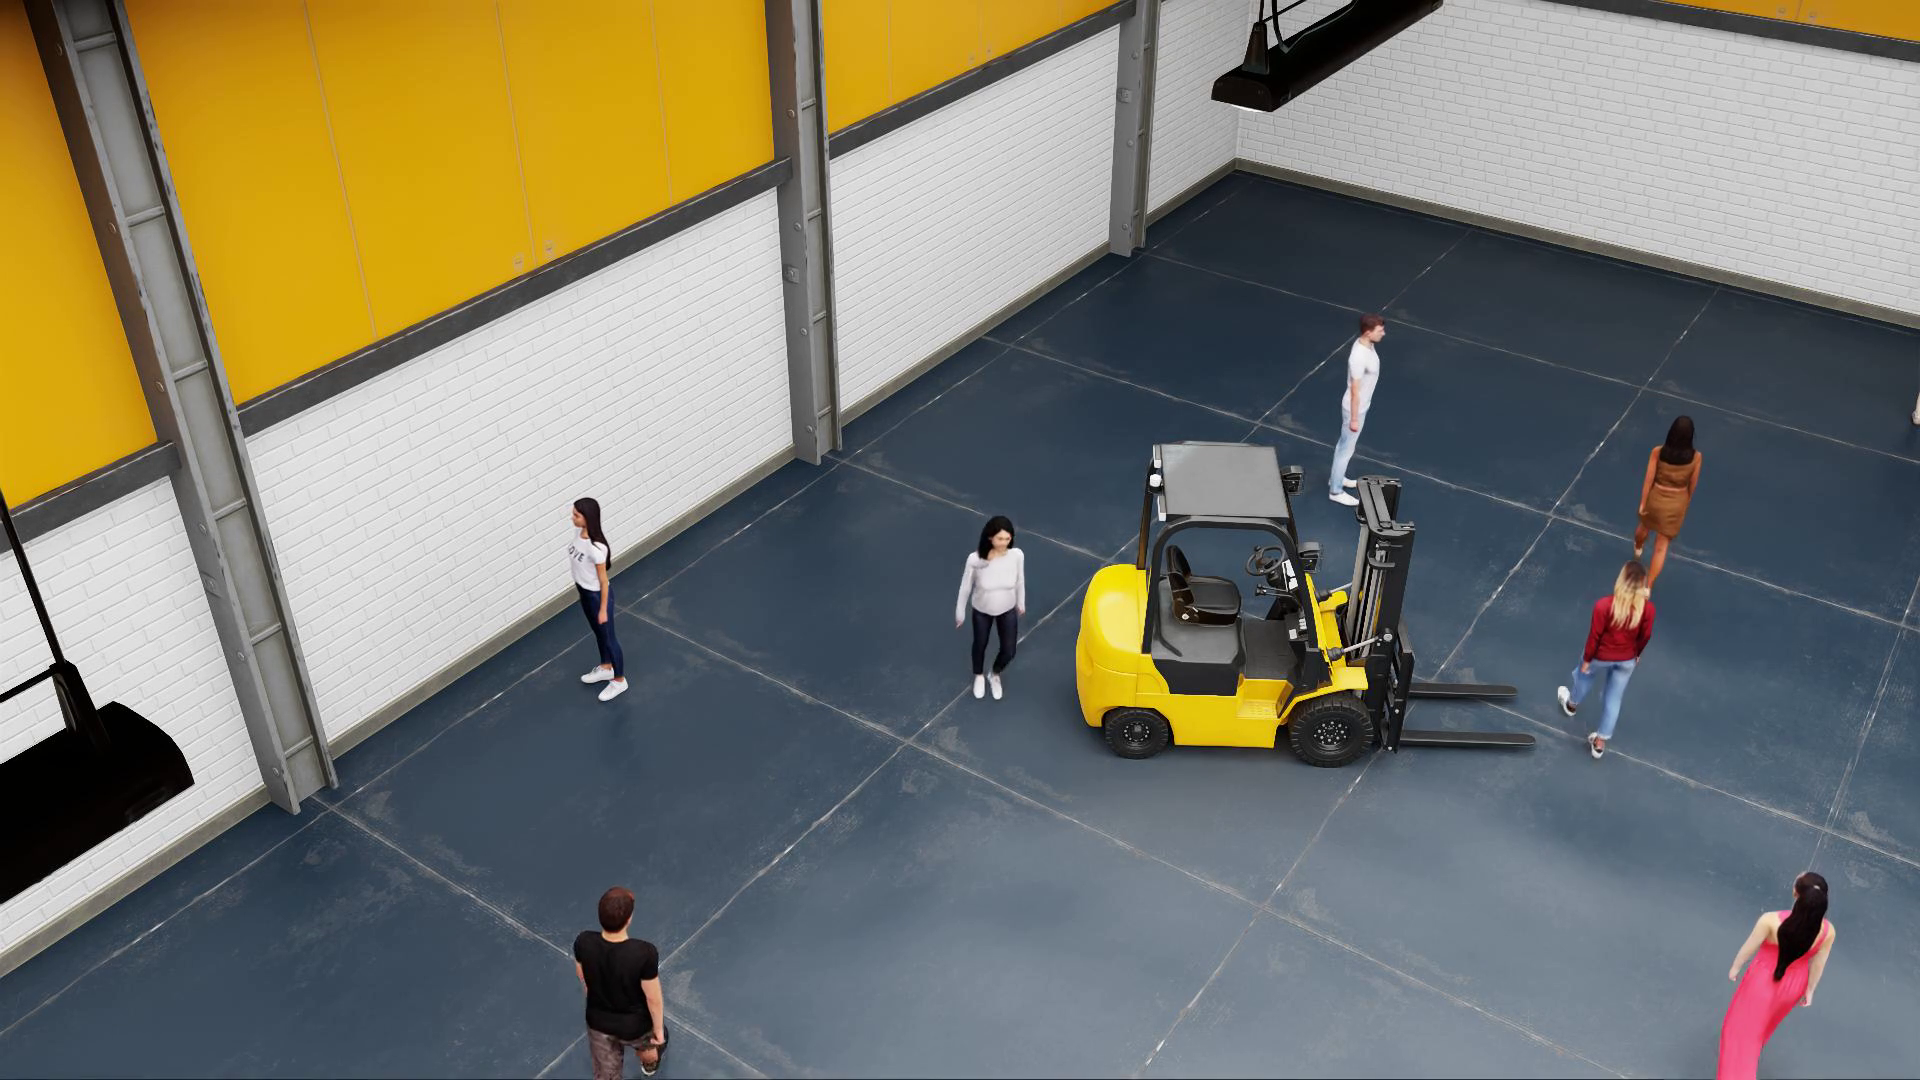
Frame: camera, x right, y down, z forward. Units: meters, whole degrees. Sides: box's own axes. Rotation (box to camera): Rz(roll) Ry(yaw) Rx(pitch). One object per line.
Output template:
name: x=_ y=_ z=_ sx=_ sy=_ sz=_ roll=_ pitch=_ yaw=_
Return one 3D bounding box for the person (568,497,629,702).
person: x=-2.792 y=0.431 z=12.804 sx=0.632 sy=1.775 sz=0.654 roll=-20 pitch=39 yaw=-27

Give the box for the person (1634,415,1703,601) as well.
person: x=5.889 y=-0.220 z=13.905 sx=0.727 sy=1.640 sz=1.132 roll=13 pitch=36 yaw=19

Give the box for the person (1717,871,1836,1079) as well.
person: x=4.680 y=2.625 z=9.580 sx=0.842 sy=1.689 sz=1.099 roll=7 pitch=34 yaw=11

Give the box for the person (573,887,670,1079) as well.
person: x=-1.923 y=2.756 z=9.284 sx=1.130 sy=1.799 sz=1.336 roll=0 pitch=34 yaw=0

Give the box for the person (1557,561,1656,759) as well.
person: x=4.801 y=0.914 z=12.233 sx=0.898 sy=1.602 sz=1.056 roll=3 pitch=34 yaw=5

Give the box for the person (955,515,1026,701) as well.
person: x=0.259 y=0.485 z=12.805 sx=0.827 sy=1.683 sz=0.882 roll=-3 pitch=34 yaw=-4

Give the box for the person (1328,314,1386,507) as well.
person: x=3.616 y=-1.226 z=15.227 sx=0.780 sy=1.852 sz=0.599 roll=9 pitch=35 yaw=14
